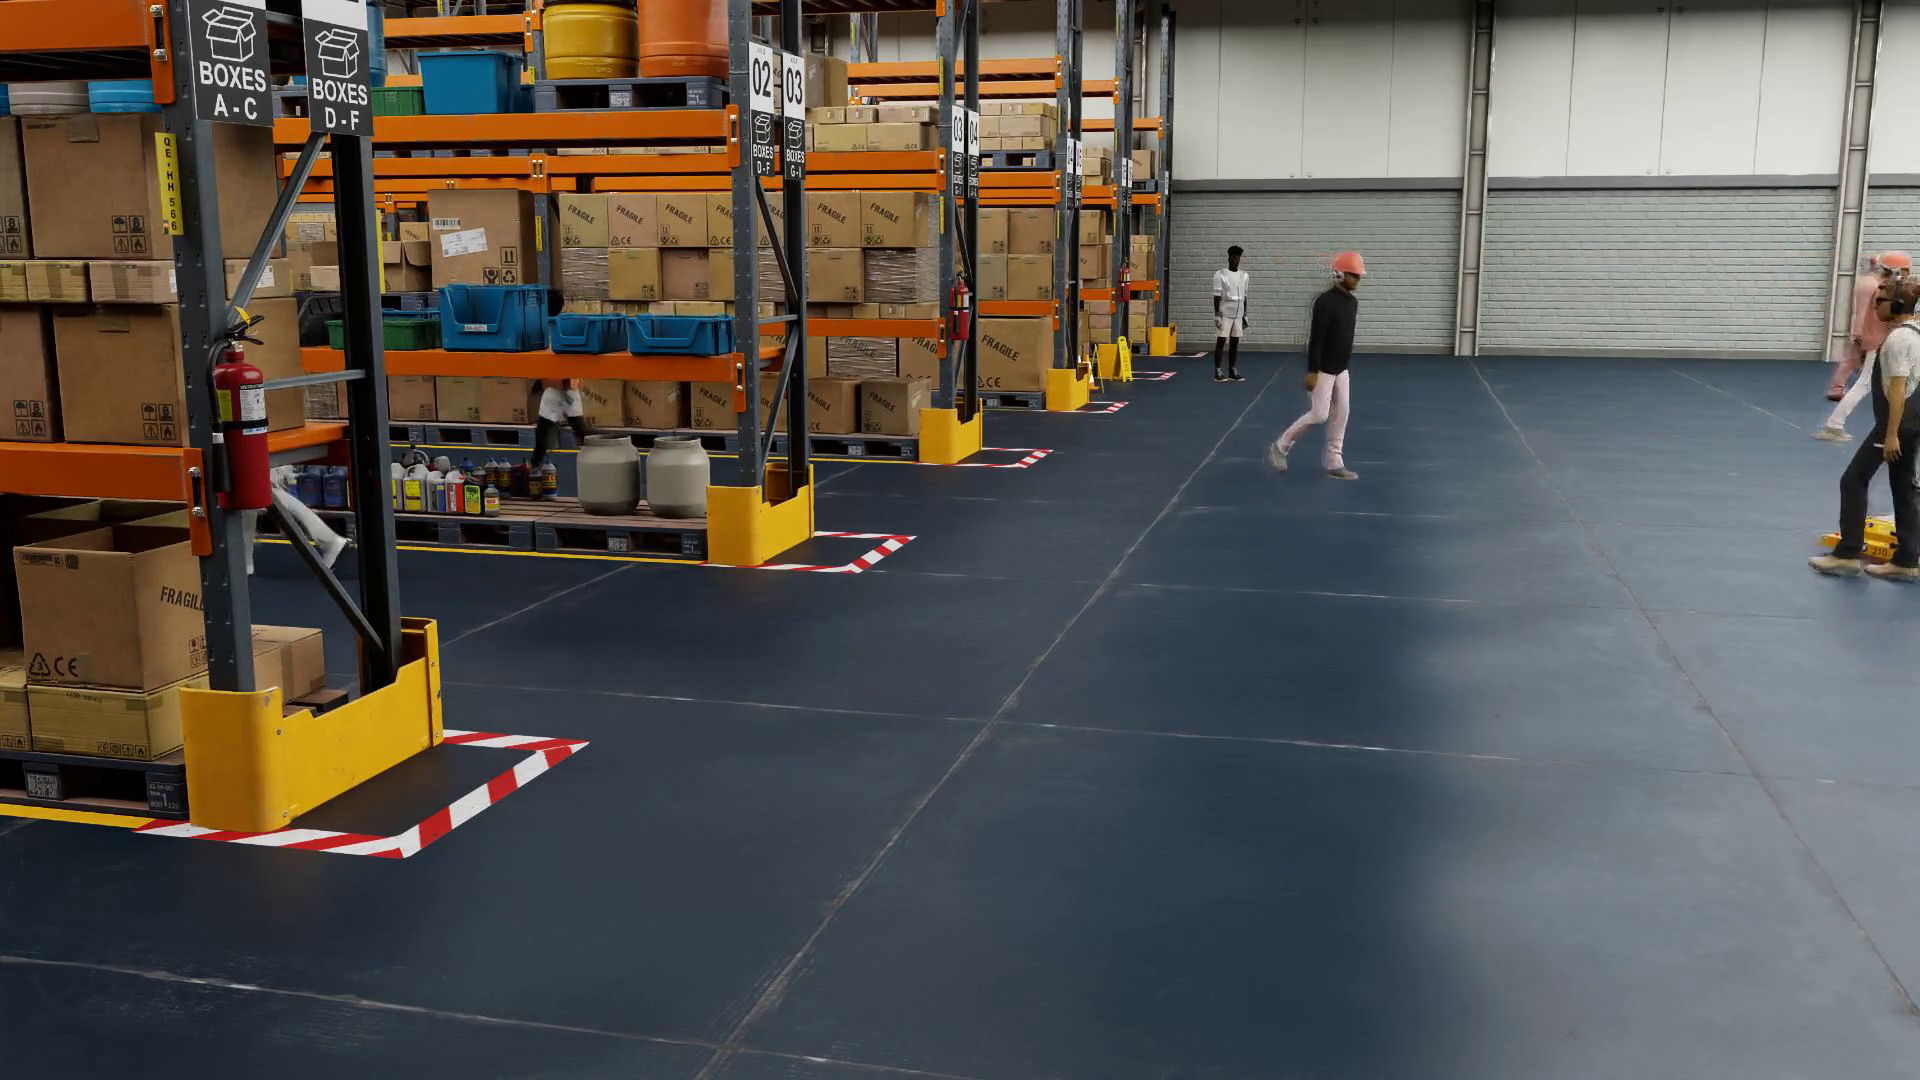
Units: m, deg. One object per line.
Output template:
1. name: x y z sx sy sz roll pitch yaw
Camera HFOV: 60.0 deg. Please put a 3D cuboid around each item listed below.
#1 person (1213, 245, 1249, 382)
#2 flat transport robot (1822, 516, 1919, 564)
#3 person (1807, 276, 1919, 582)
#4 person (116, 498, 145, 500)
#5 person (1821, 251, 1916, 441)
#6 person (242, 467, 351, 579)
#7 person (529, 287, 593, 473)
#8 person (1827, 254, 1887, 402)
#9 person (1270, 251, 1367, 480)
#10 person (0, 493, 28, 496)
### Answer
1. person: 3.918 -3.264 24.040 0.603 1.962 0.372 -5 12 -28
2. flat transport robot: 6.445 -0.038 10.846 1.431 0.197 0.652 -3 11 -19
3. person: 5.513 -0.671 10.048 0.730 1.821 0.550 10 14 43
4. person: -5.209 -0.762 10.544 0.601 1.829 0.554 9 14 41
5. person: 9.309 -1.947 16.821 1.037 1.941 0.639 3 11 15
6. person: -4.148 -0.687 9.975 0.875 1.894 0.585 -1 10 -5
7. person: -3.370 -1.290 13.945 0.862 1.653 0.543 -2 10 -10
8. person: 11.448 -2.627 20.797 1.014 1.852 0.670 5 11 27
9. person: 3.088 -1.487 14.231 0.772 1.961 0.634 9 14 41
10. person: -5.787 -0.741 9.911 0.616 2.027 0.606 1 10 3
